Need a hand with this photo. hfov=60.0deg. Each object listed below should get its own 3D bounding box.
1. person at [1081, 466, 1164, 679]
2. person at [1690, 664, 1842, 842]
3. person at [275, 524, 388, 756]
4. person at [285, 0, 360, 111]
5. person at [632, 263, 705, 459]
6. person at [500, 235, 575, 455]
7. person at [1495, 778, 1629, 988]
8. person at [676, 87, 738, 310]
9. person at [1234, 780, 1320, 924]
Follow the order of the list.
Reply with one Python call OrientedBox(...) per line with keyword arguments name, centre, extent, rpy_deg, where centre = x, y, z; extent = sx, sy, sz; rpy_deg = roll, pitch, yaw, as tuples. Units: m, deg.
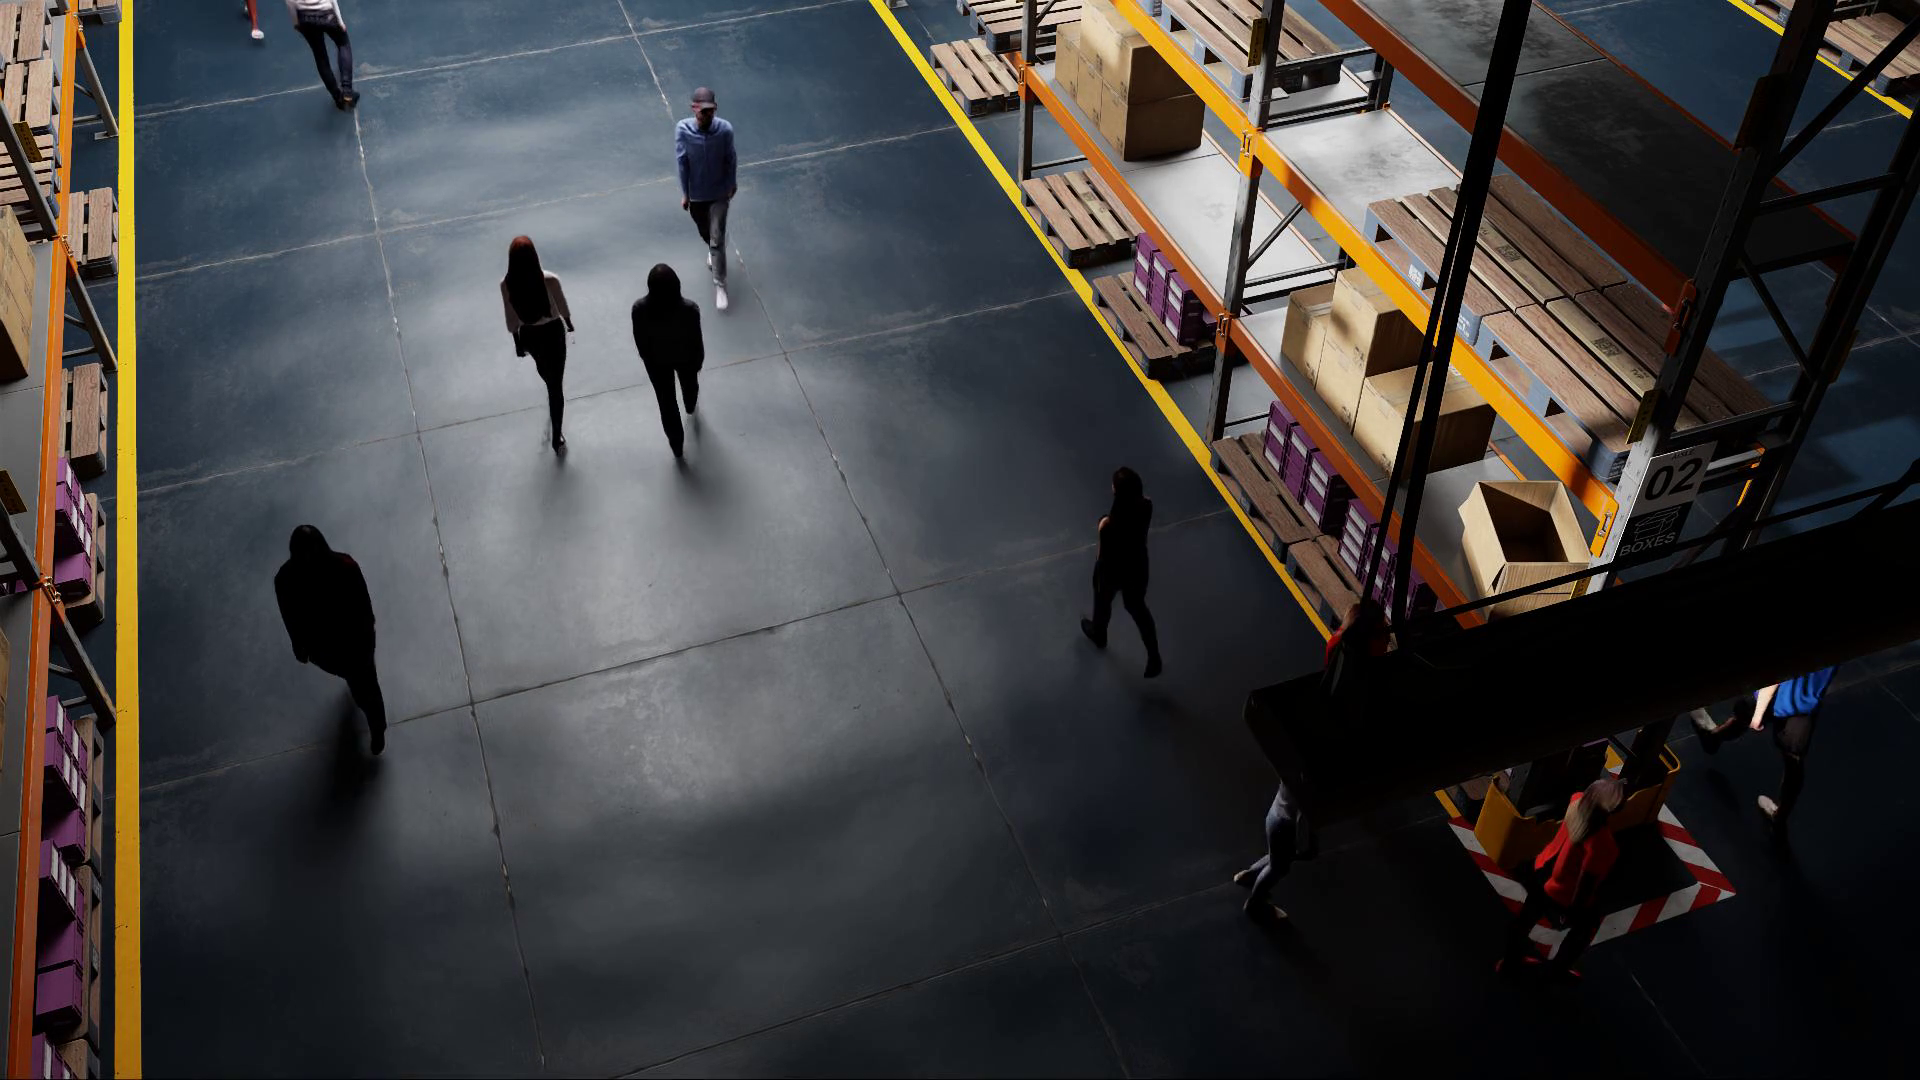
OrientedBox(name="person", centre=(1.102, 0.249, 10.782), extent=(0.685, 1.625, 1.067), rpy_deg=(-22, 48, -22))
OrientedBox(name="person", centre=(4.947, 1.020, 9.837), extent=(0.830, 1.813, 1.289), rpy_deg=(-6, 44, -7))
OrientedBox(name="person", centre=(-3.931, 0.518, 10.431), extent=(0.709, 1.720, 1.099), rpy_deg=(-10, 45, -11))
OrientedBox(name="person", centre=(-6.239, -5.022, 16.142), extent=(0.692, 1.863, 0.664), rpy_deg=(-7, 44, -8))
OrientedBox(name="person", centre=(-2.176, -1.337, 12.495), extent=(0.807, 1.560, 1.101), rpy_deg=(-5, 44, -6))
OrientedBox(name="person", centre=(-3.121, -1.420, 12.475), extent=(0.841, 1.707, 1.198), rpy_deg=(-2, 44, -2))
OrientedBox(name="person", centre=(3.192, 1.871, 9.041), extent=(0.719, 1.679, 0.674), rpy_deg=(-6, 44, -6))
OrientedBox(name="person", centre=(-2.137, -2.986, 14.015), extent=(0.897, 1.850, 1.266), rpy_deg=(-1, 44, -1))
OrientedBox(name="person", centre=(1.755, 1.552, 9.303), extent=(0.813, 1.780, 0.754), rpy_deg=(16, 46, 16))
